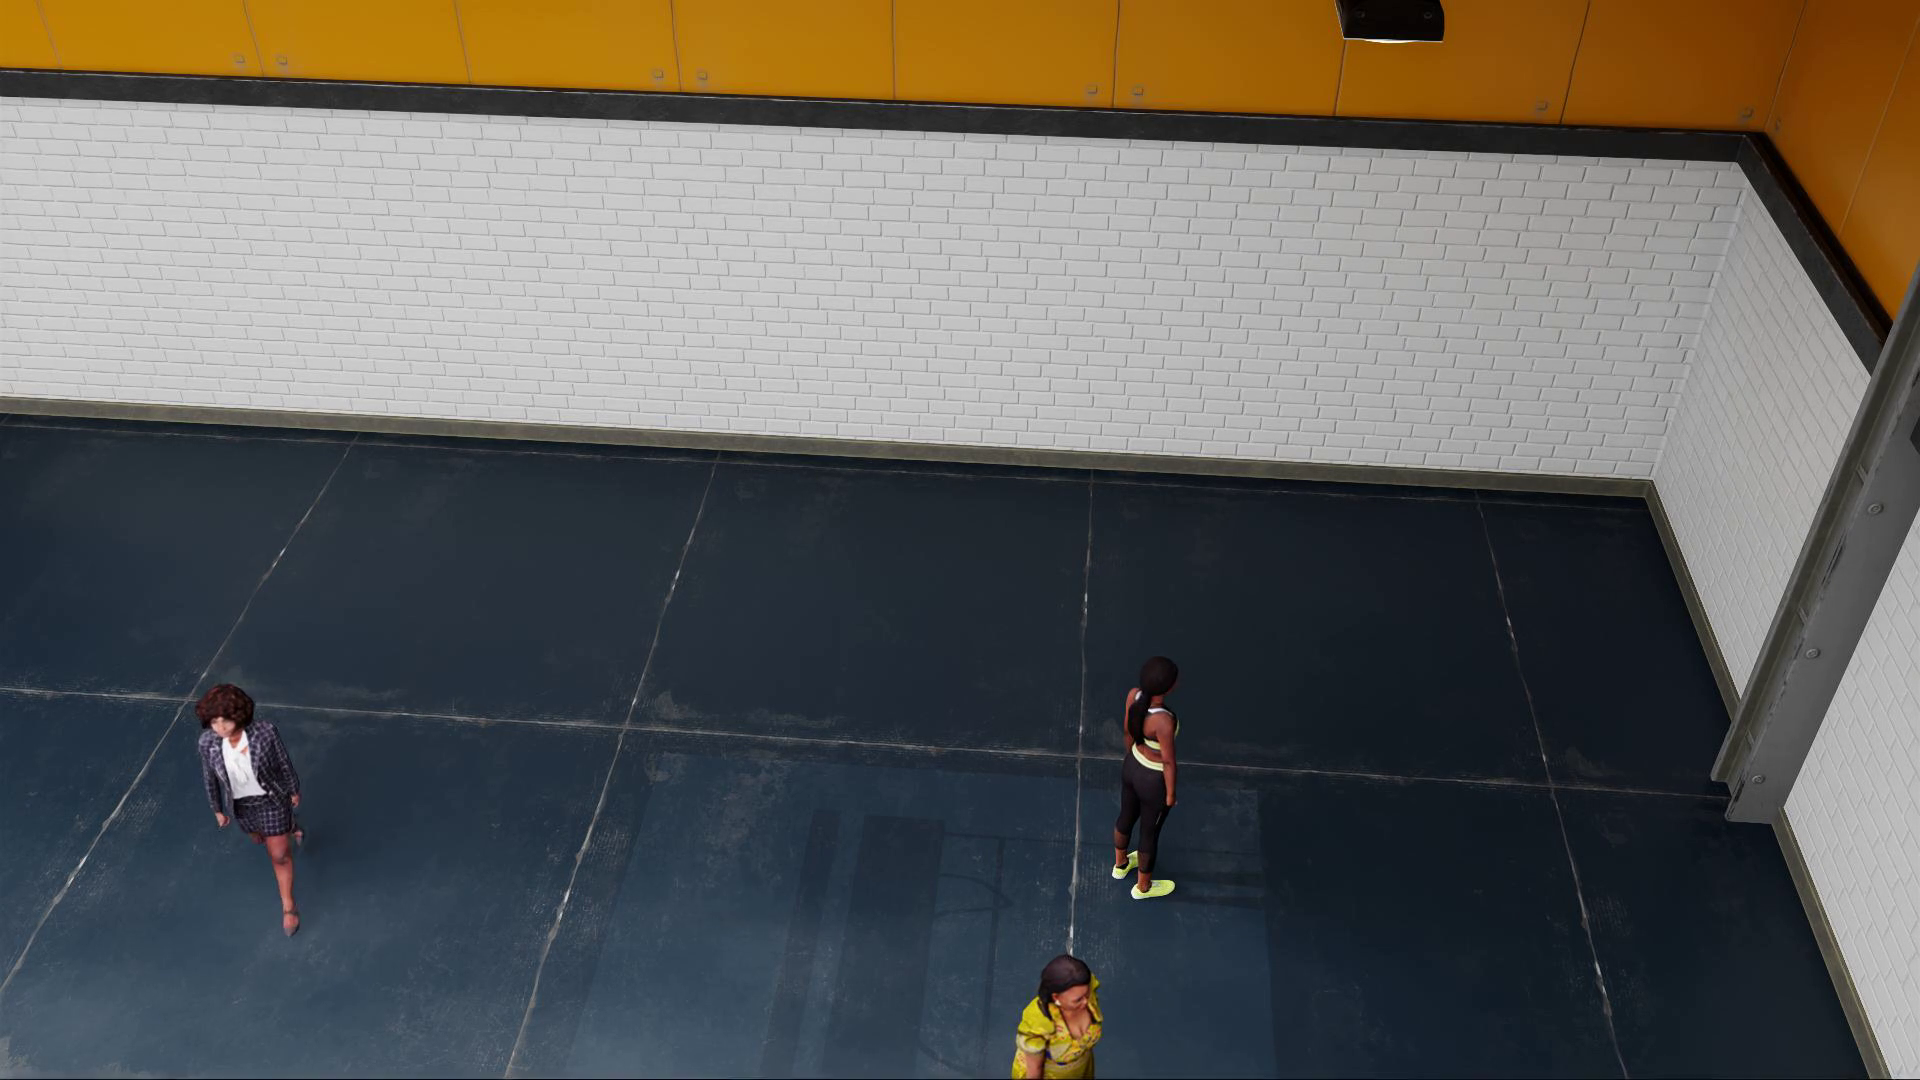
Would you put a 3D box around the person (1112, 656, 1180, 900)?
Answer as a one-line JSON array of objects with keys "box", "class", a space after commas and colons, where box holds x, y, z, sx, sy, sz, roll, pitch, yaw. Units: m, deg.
[{"box": [1.053, 1.352, 9.437, 0.702, 1.757, 0.621, -21, 43, -24], "class": "person"}]

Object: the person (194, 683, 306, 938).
[{"box": [-3.949, 1.428, 9.409, 0.792, 1.673, 1.090, -5, 39, -7], "class": "person"}]

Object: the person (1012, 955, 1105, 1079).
[{"box": [0.460, 2.549, 8.020, 1.070, 1.655, 0.971, 29, 47, 31], "class": "person"}]
